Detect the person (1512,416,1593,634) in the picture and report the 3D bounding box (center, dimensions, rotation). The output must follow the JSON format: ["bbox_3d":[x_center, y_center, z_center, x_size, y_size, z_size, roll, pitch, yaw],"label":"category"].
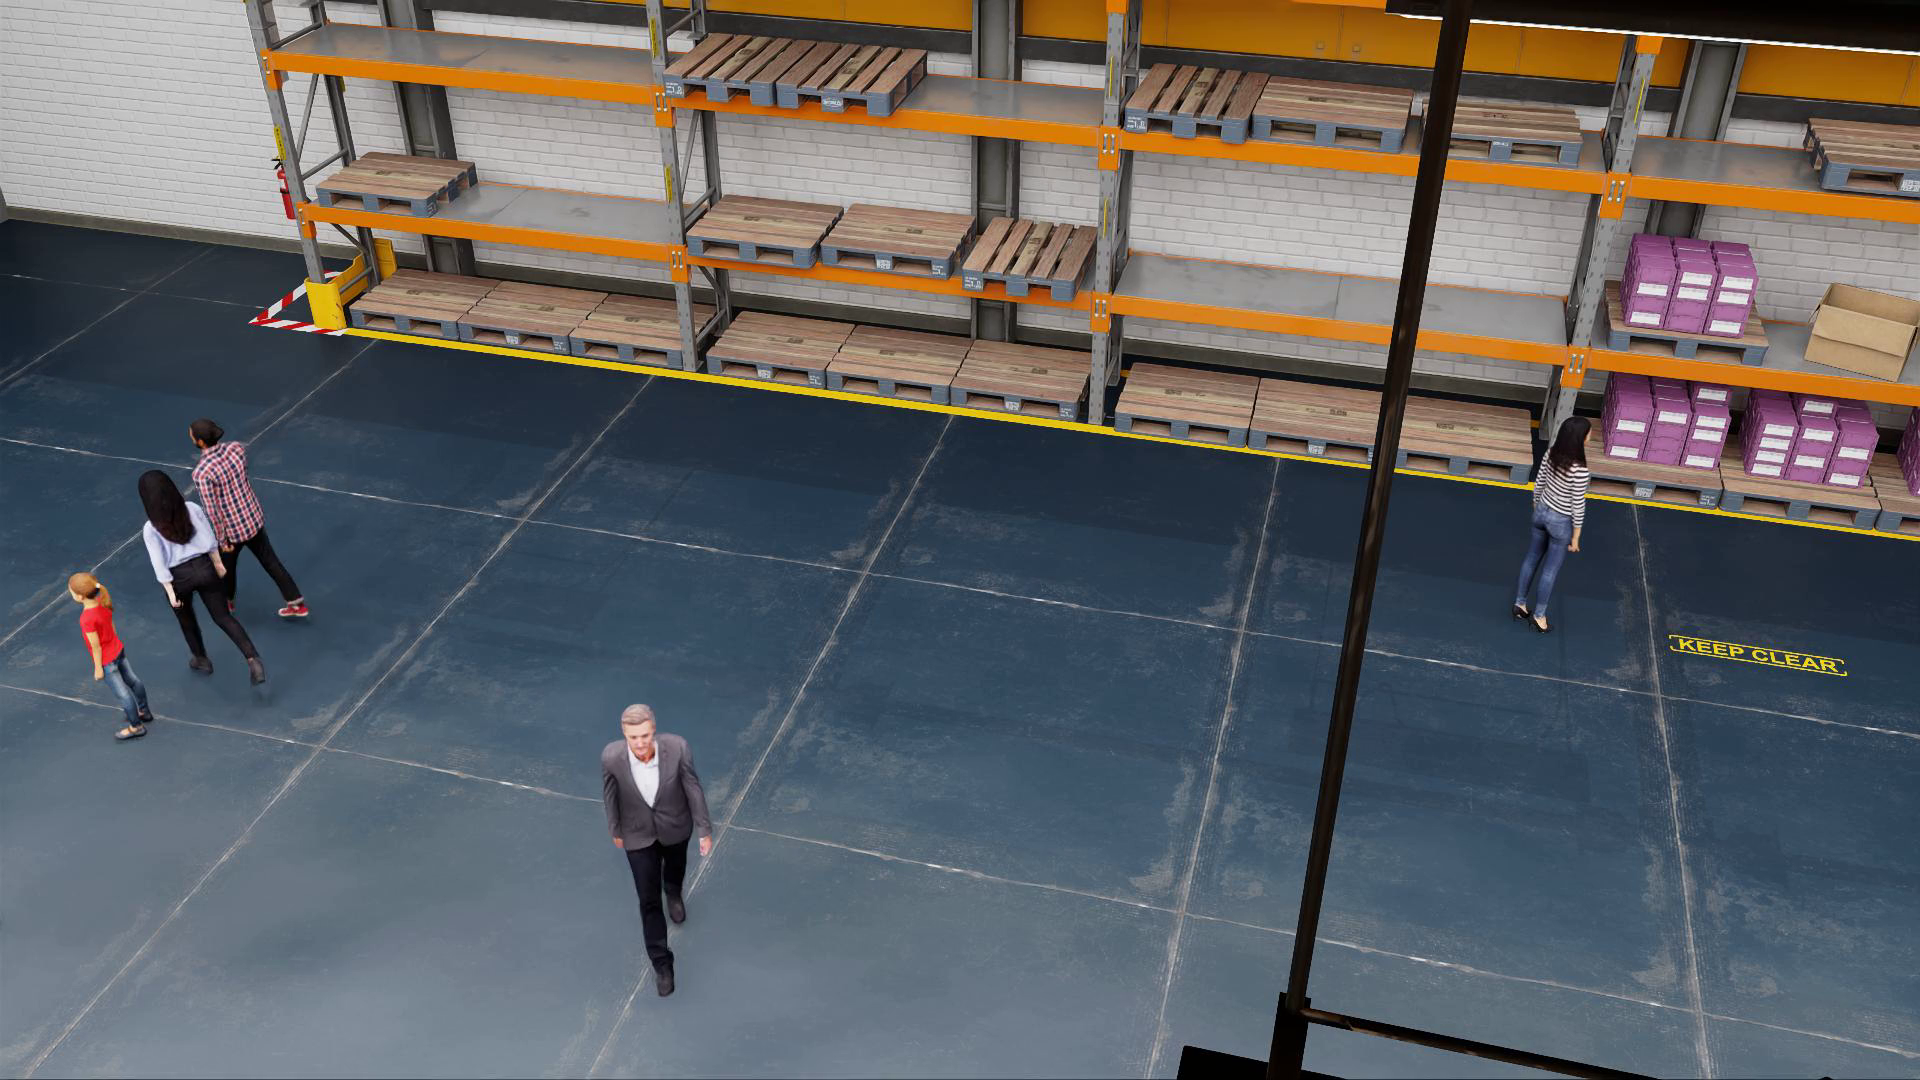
[{"bbox_3d":[4.359,-0.112,12.219,0.691,1.796,0.652,-15,36,-21],"label":"person"}]

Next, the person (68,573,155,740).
[{"bbox_3d":[-5.784,0.776,11.322,0.549,1.309,0.542,-1,34,-1],"label":"person"}]

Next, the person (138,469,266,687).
[{"bbox_3d":[-5.307,0.334,11.627,1.166,1.709,0.919,22,40,30],"label":"person"}]

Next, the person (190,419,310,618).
[{"bbox_3d":[-5.275,-0.117,12.291,1.193,1.724,0.806,13,36,19],"label":"person"}]

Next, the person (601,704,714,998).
[{"bbox_3d":[-1.751,1.623,9.612,1.252,1.792,1.191,-9,35,-14],"label":"person"}]
